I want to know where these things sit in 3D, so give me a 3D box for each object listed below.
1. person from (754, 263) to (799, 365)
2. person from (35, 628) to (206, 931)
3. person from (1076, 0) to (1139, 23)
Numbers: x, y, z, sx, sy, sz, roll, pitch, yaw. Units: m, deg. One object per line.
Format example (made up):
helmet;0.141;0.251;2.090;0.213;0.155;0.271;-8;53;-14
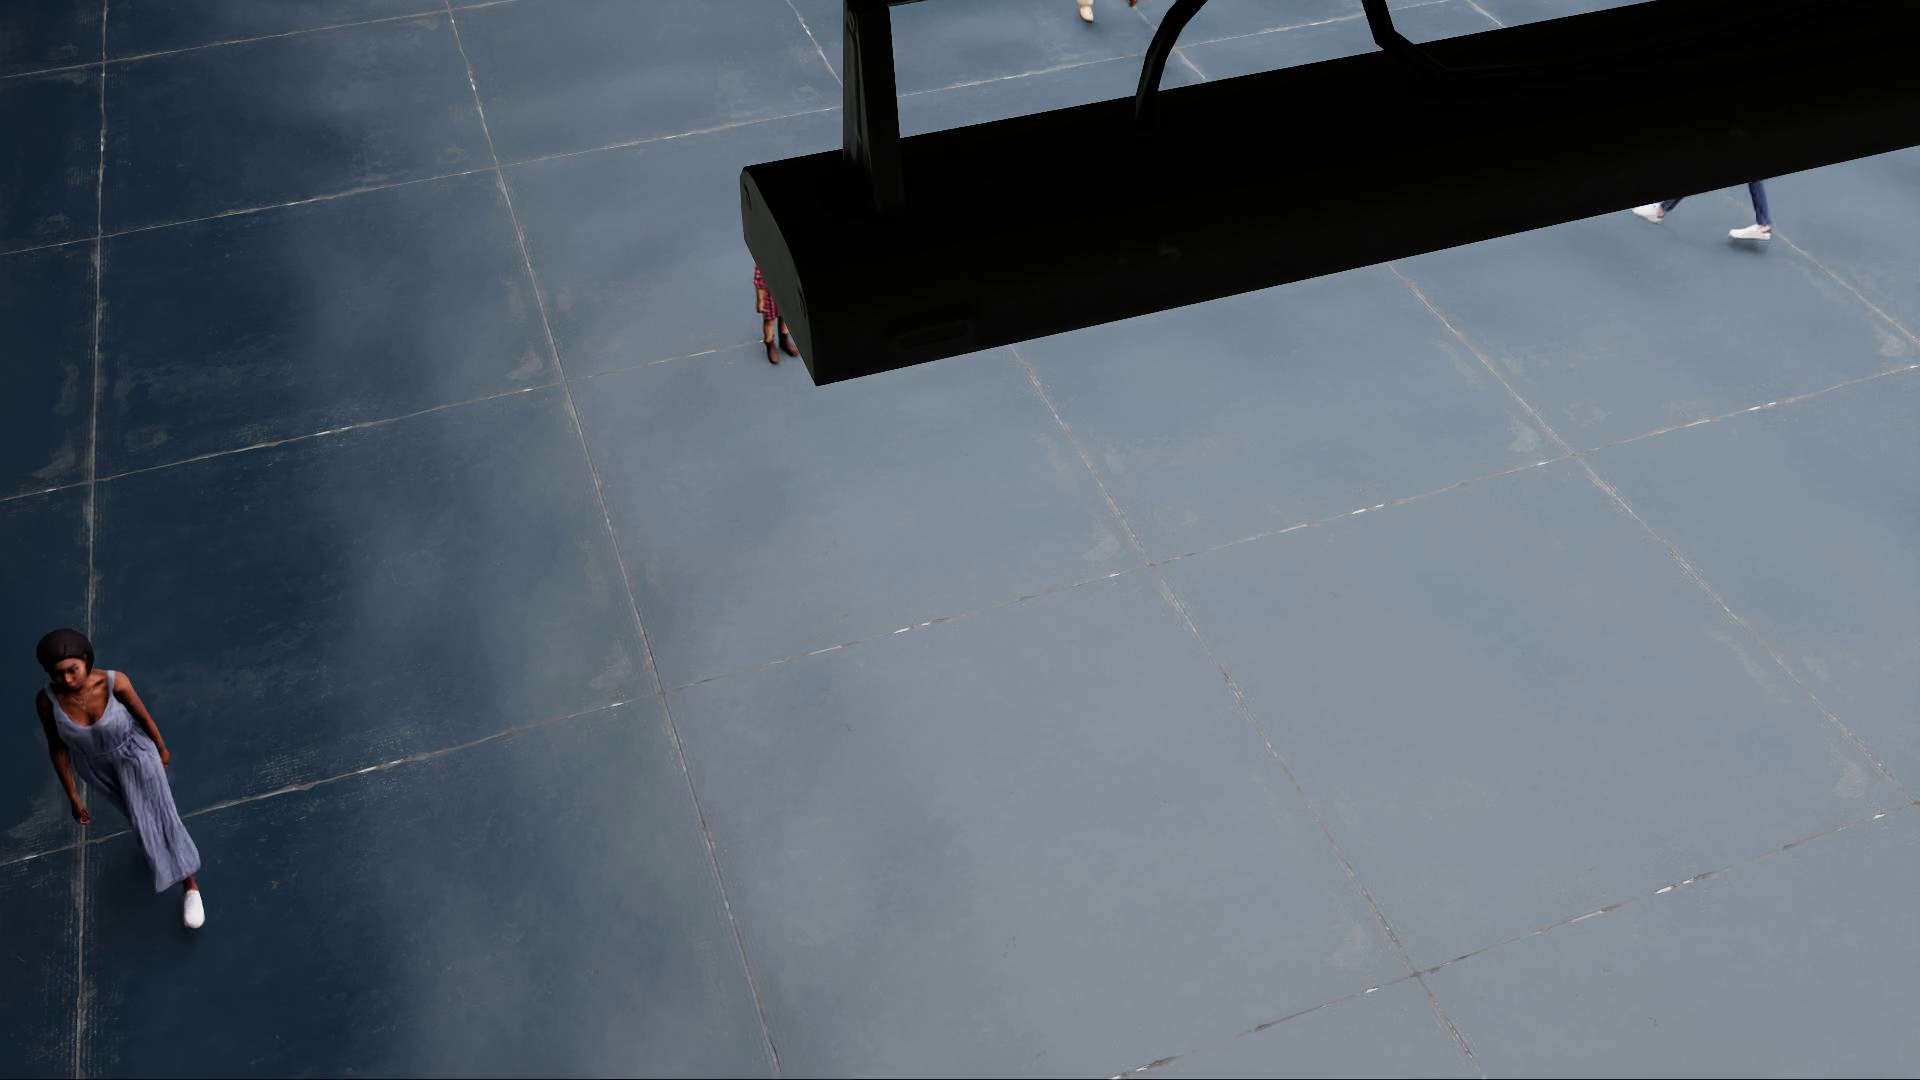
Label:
person;-1.246;-1.681;11.204;0.469;1.021;0.485;-24;48;-24
person;-3.974;1.000;7.858;0.606;1.668;0.966;-10;44;-11
person;1.372;-5.381;14.704;0.843;1.651;0.648;-14;45;-15
